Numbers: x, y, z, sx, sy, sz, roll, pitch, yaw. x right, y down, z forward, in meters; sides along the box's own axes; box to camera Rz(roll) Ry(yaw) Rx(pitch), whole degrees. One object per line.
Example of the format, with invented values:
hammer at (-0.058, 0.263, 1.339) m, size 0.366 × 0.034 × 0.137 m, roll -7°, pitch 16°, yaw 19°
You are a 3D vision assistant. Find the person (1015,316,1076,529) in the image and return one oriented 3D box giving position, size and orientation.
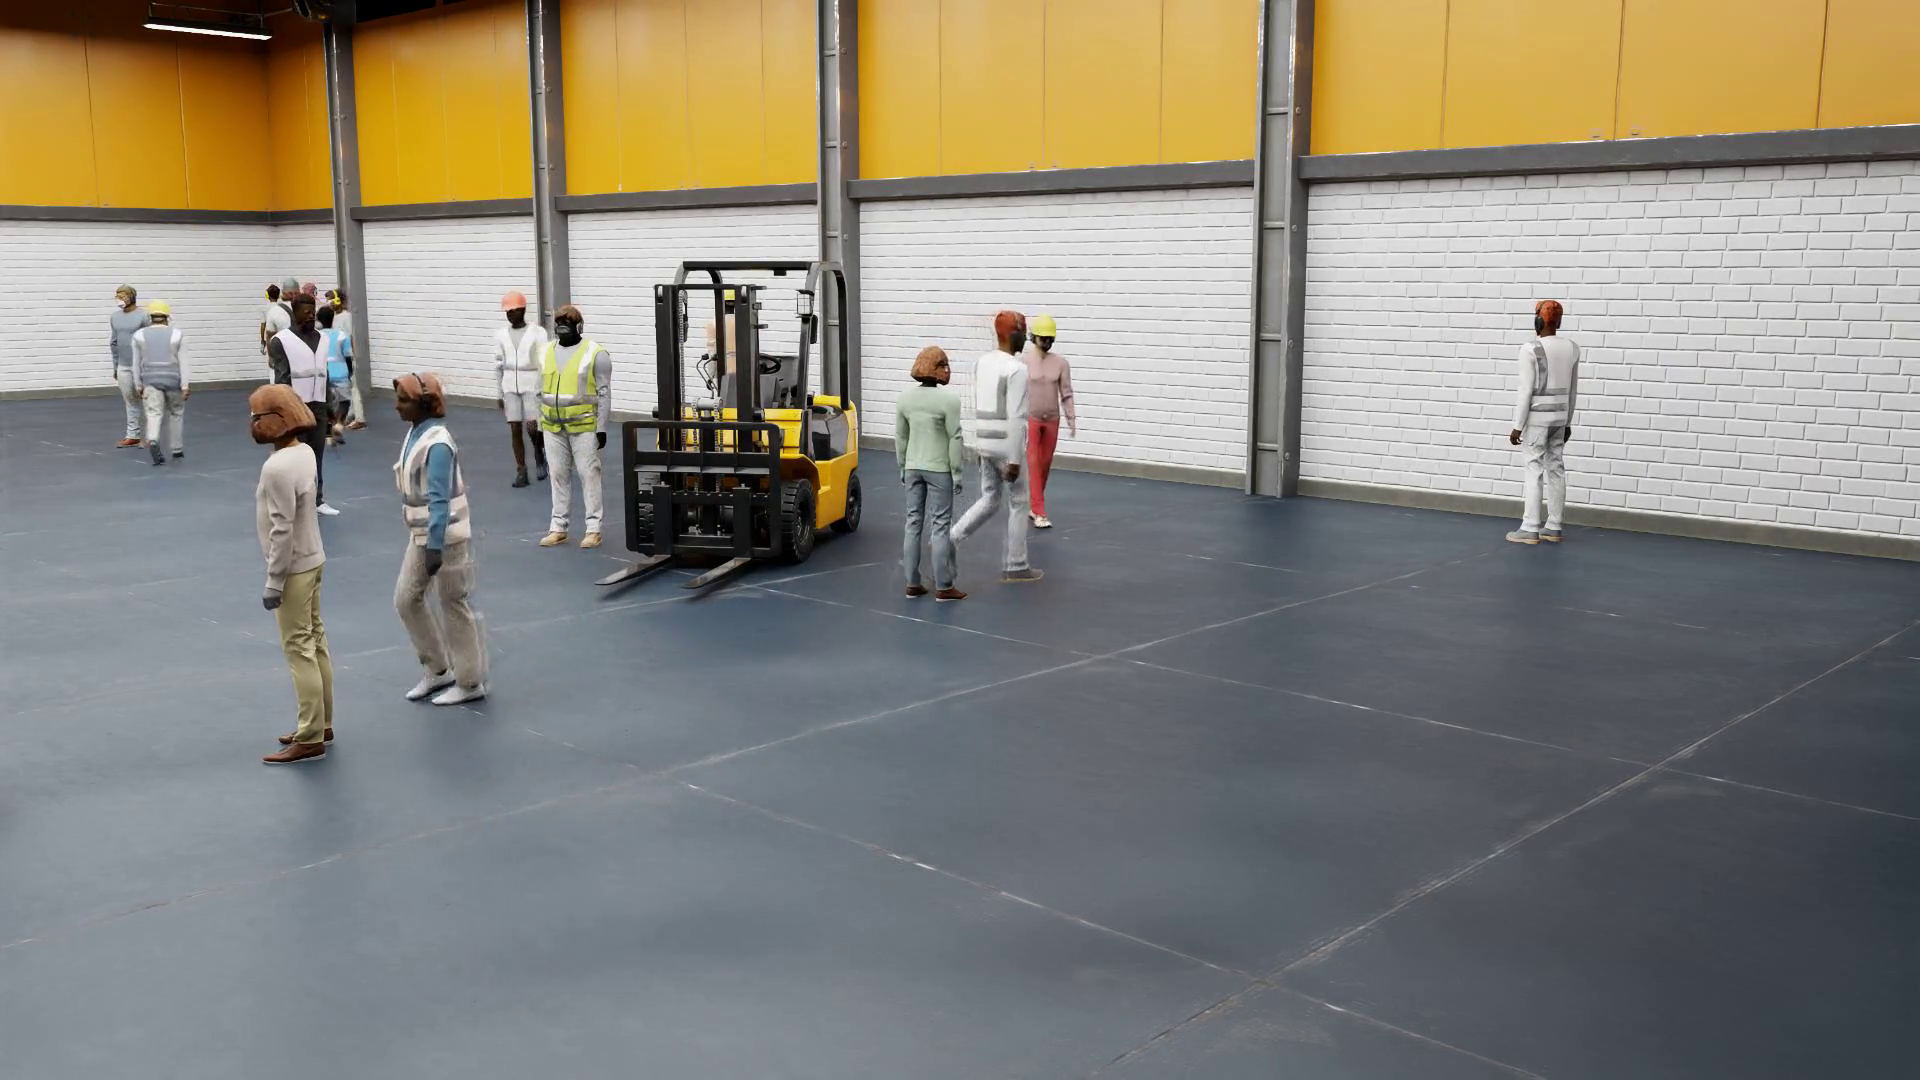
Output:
person at (0.690, -0.975, 13.718) m, size 0.546 × 1.729 × 0.748 m, roll -3°, pitch 10°, yaw -20°

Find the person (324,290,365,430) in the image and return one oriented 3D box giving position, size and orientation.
person at (-8.114, -2.371, 21.932) m, size 0.434 × 1.846 × 0.631 m, roll -8°, pitch 12°, yaw -42°

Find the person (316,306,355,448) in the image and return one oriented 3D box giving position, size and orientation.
person at (-7.468, -1.932, 19.722) m, size 0.544 × 1.685 × 0.391 m, roll -2°, pitch 9°, yaw -11°

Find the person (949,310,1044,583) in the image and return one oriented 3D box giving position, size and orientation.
person at (0.214, -0.604, 11.081) m, size 0.748 × 1.856 × 0.584 m, roll -7°, pitch 11°, yaw -35°

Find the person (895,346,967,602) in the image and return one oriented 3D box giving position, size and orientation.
person at (-0.191, -0.424, 10.653) m, size 0.501 × 1.633 × 0.282 m, roll 6°, pitch 11°, yaw 34°

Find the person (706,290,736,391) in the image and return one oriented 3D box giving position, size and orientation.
person at (-2.588, -1.890, 18.749) m, size 0.594 × 1.925 × 0.379 m, roll -5°, pitch 11°, yaw -30°

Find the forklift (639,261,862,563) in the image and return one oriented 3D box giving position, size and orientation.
forklift at (-1.552, -1.040, 12.721) m, size 1.214 × 2.155 × 2.313 m, roll 2°, pitch 9°, yaw 11°

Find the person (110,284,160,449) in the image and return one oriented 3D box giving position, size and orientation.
person at (-9.749, -2.044, 19.654) m, size 0.630 × 1.938 × 0.366 m, roll 3°, pitch 10°, yaw 18°

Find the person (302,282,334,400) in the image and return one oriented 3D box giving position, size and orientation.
person at (-10.409, -3.187, 26.765) m, size 0.641 × 1.909 × 0.409 m, roll -2°, pitch 9°, yaw -12°

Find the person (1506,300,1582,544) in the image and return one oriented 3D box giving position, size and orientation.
person at (4.508, -0.907, 12.858) m, size 0.583 × 1.882 × 0.350 m, roll -4°, pitch 10°, yaw -26°

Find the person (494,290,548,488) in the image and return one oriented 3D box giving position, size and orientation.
person at (-4.254, -1.468, 16.185) m, size 0.563 × 1.916 × 0.455 m, roll 1°, pitch 9°, yaw 6°

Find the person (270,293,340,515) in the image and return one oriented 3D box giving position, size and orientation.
person at (-5.578, -1.134, 14.147) m, size 0.369 × 1.914 × 0.597 m, roll 4°, pitch 10°, yaw 23°

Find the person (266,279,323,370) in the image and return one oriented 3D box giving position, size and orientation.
person at (-8.966, -2.541, 22.394) m, size 0.702 × 2.000 × 1.035 m, roll -5°, pitch 11°, yaw -30°

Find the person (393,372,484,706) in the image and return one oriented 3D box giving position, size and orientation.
person at (-2.550, 0.006, 8.007) m, size 0.481 × 1.621 × 0.561 m, roll -6°, pitch 11°, yaw -31°

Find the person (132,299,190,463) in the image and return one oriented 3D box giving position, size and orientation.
person at (-8.723, -1.727, 18.162) m, size 0.588 × 1.806 × 0.814 m, roll -2°, pitch 10°, yaw -13°

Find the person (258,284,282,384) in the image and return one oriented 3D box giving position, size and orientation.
person at (-10.977, -3.159, 26.703) m, size 0.514 × 1.872 × 0.328 m, roll -7°, pitch 12°, yaw -37°

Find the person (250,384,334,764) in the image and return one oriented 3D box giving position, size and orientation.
person at (-2.890, 0.142, 7.187) m, size 0.289 × 1.633 × 0.499 m, roll -1°, pitch 9°, yaw -8°

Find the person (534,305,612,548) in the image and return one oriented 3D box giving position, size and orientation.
person at (-2.966, -0.859, 12.682) m, size 0.627 × 1.846 × 0.429 m, roll 2°, pitch 10°, yaw 14°
